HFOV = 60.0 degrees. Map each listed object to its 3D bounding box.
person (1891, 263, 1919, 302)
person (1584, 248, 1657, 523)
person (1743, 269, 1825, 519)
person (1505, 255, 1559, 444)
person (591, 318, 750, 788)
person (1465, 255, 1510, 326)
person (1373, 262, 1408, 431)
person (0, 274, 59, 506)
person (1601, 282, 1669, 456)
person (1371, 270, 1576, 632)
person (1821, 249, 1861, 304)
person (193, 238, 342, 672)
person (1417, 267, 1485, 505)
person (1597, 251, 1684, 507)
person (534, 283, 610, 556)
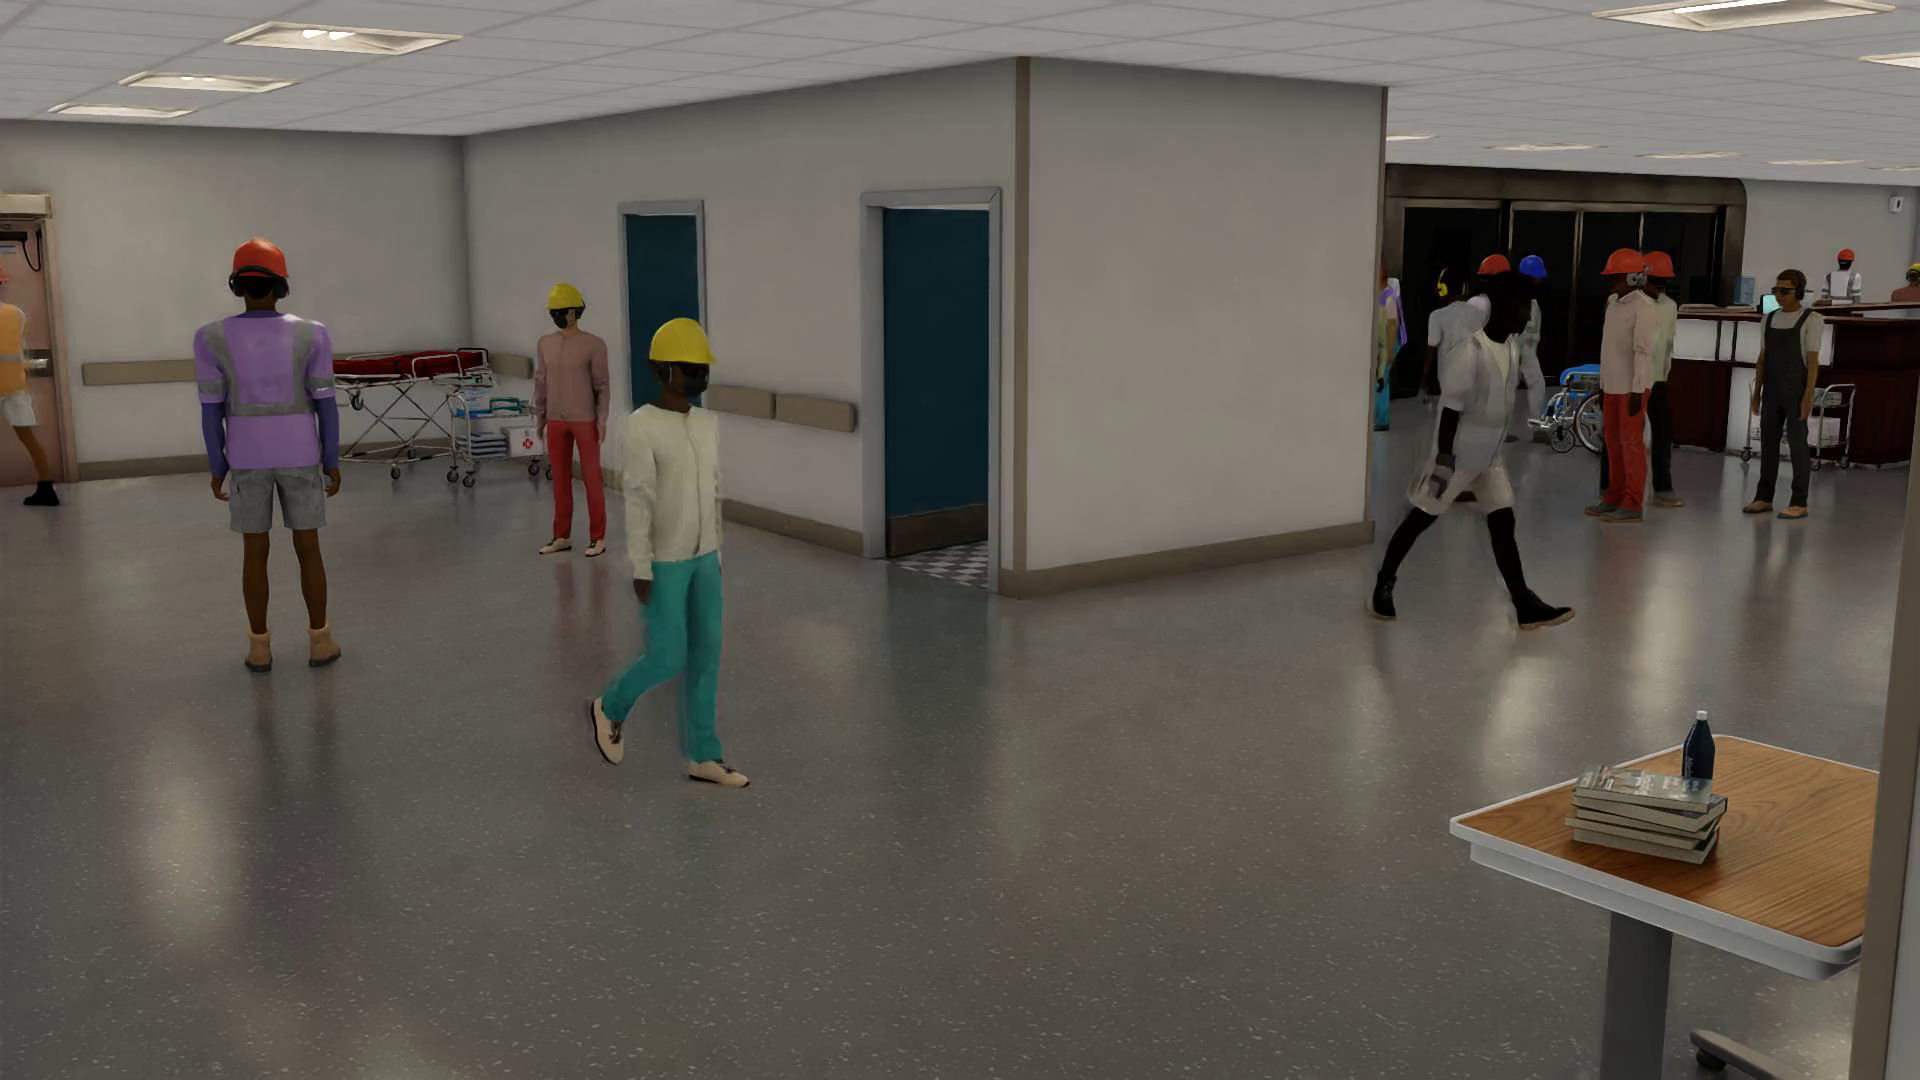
[{"bbox_3d":[12.482,-2.742,21.845,0.526,1.758,0.341,8,13,39],"label":"person"},{"bbox_3d":[4.808,-1.116,12.101,0.410,1.986,0.609,-1,10,-6],"label":"person"},{"bbox_3d":[6.103,-1.078,12.302,0.342,1.837,0.503,-5,11,-27],"label":"person"},{"bbox_3d":[5.768,-1.902,16.745,0.796,1.893,0.594,1,10,5],"label":"person"},{"bbox_3d":[-1.079,0.053,6.173,0.557,1.753,0.538,6,12,30],"label":"person"},{"bbox_3d":[4.351,-1.376,13.719,0.378,1.931,0.546,-3,11,-16],"label":"person"},{"bbox_3d":[4.566,-2.079,17.938,0.486,1.821,0.615,-1,10,-7],"label":"person"},{"bbox_3d":[-7.423,-1.186,12.777,0.956,1.888,0.549,3,11,19],"label":"person"},{"bbox_3d":[6.451,-1.715,15.886,0.630,1.835,0.429,4,11,23],"label":"person"},{"bbox_3d":[2.656,-0.458,8.714,0.682,1.891,1.084,-9,14,-42],"label":"person"},{"bbox_3d":[13.483,-3.481,25.475,0.552,1.935,0.374,9,14,42],"label":"person"},{"bbox_3d":[-3.251,-0.392,7.871,0.608,2.044,0.371,-4,11,-19],"label":"person"},{"bbox_3d":[3.841,-1.220,13.107,0.536,1.827,0.889,-4,11,-21],"label":"person"},{"bbox_3d":[5.280,-1.215,12.725,0.632,1.953,0.862,-3,11,-18],"label":"person"},{"bbox_3d":[-2.522,-0.768,10.772,0.535,1.765,0.332,3,11,17],"label":"person"}]
